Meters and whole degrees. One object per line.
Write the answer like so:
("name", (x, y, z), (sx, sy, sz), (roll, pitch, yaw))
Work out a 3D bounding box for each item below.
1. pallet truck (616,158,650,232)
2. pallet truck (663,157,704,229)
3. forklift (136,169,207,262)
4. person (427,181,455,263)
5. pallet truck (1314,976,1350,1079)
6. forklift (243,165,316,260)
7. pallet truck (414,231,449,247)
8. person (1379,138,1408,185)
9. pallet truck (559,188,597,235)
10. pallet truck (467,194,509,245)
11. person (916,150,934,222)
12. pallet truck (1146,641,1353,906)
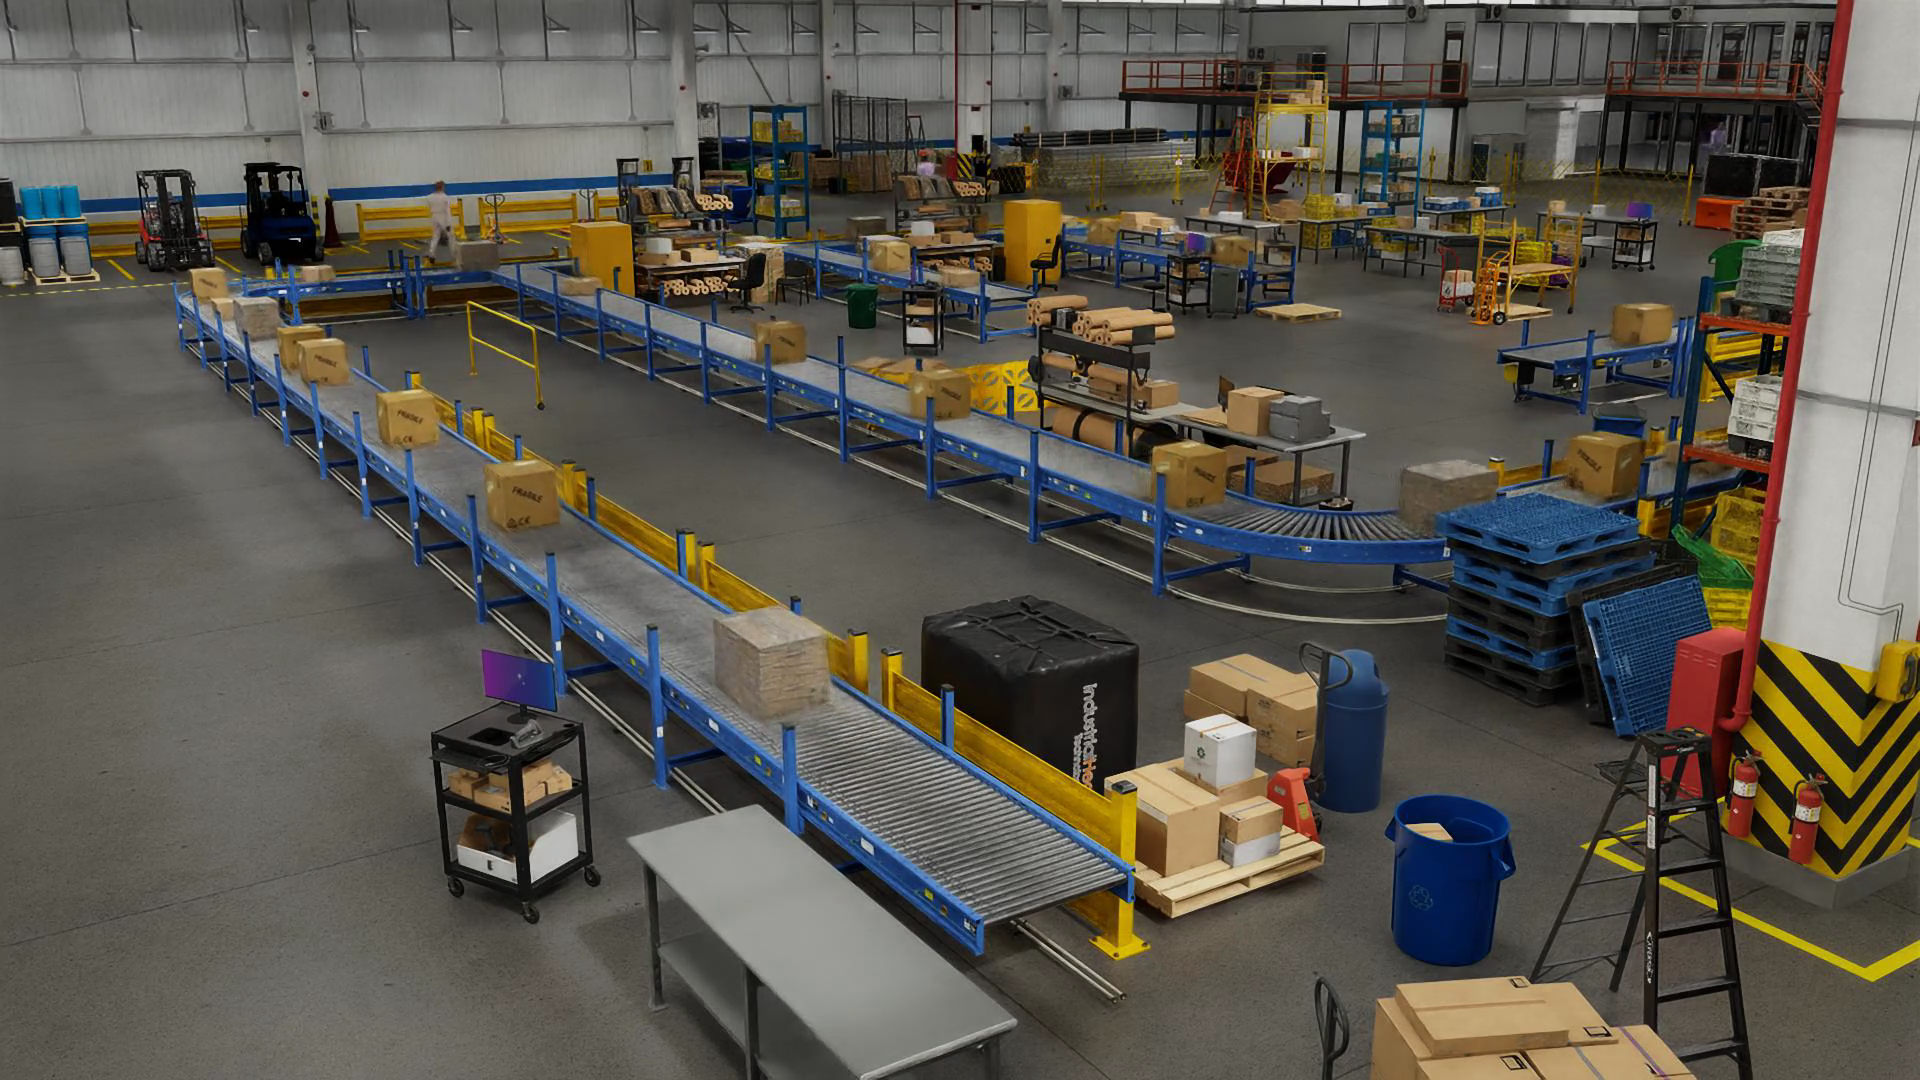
("pallet truck", (-8.918, -9.176, 44.255), (0.823, 1.965, 1.885), (-9, 19, -27))
("pallet truck", (-7.586, -9.308, 44.692), (0.823, 1.965, 1.885), (-11, 20, -33))
("forklift", (-17.842, -7.318, 37.559), (1.157, 1.987, 2.680), (-10, 20, -31))
("person", (-11.998, -7.351, 38.418), (0.641, 1.864, 0.977), (5, 18, 17))
("pallet truck", (2.299, 2.390, 7.086), (1.601, 1.201, 0.680), (-2, 17, -7))
("forklift", (-15.898, -7.669, 38.708), (1.157, 1.987, 2.680), (-11, 20, -33))
("pallet truck", (-13.250, -8.060, 41.856), (0.680, 1.201, 1.601), (-10, 20, -31))
("person", (15.315, -13.418, 58.665), (1.004, 1.826, 0.572), (8, 18, 24))
("pallet truck", (-10.010, -8.652, 43.699), (0.653, 1.274, 1.630), (-10, 20, -31))
("pallet truck", (-11.983, -8.177, 42.137), (0.704, 1.261, 1.522), (-11, 20, -33))
("person", (-1.078, -9.906, 46.633), (0.868, 2.013, 0.623), (14, 22, 38))
("pallet truck", (1.664, 1.407, 10.232), (1.630, 1.274, 0.653), (-10, 20, -31))
